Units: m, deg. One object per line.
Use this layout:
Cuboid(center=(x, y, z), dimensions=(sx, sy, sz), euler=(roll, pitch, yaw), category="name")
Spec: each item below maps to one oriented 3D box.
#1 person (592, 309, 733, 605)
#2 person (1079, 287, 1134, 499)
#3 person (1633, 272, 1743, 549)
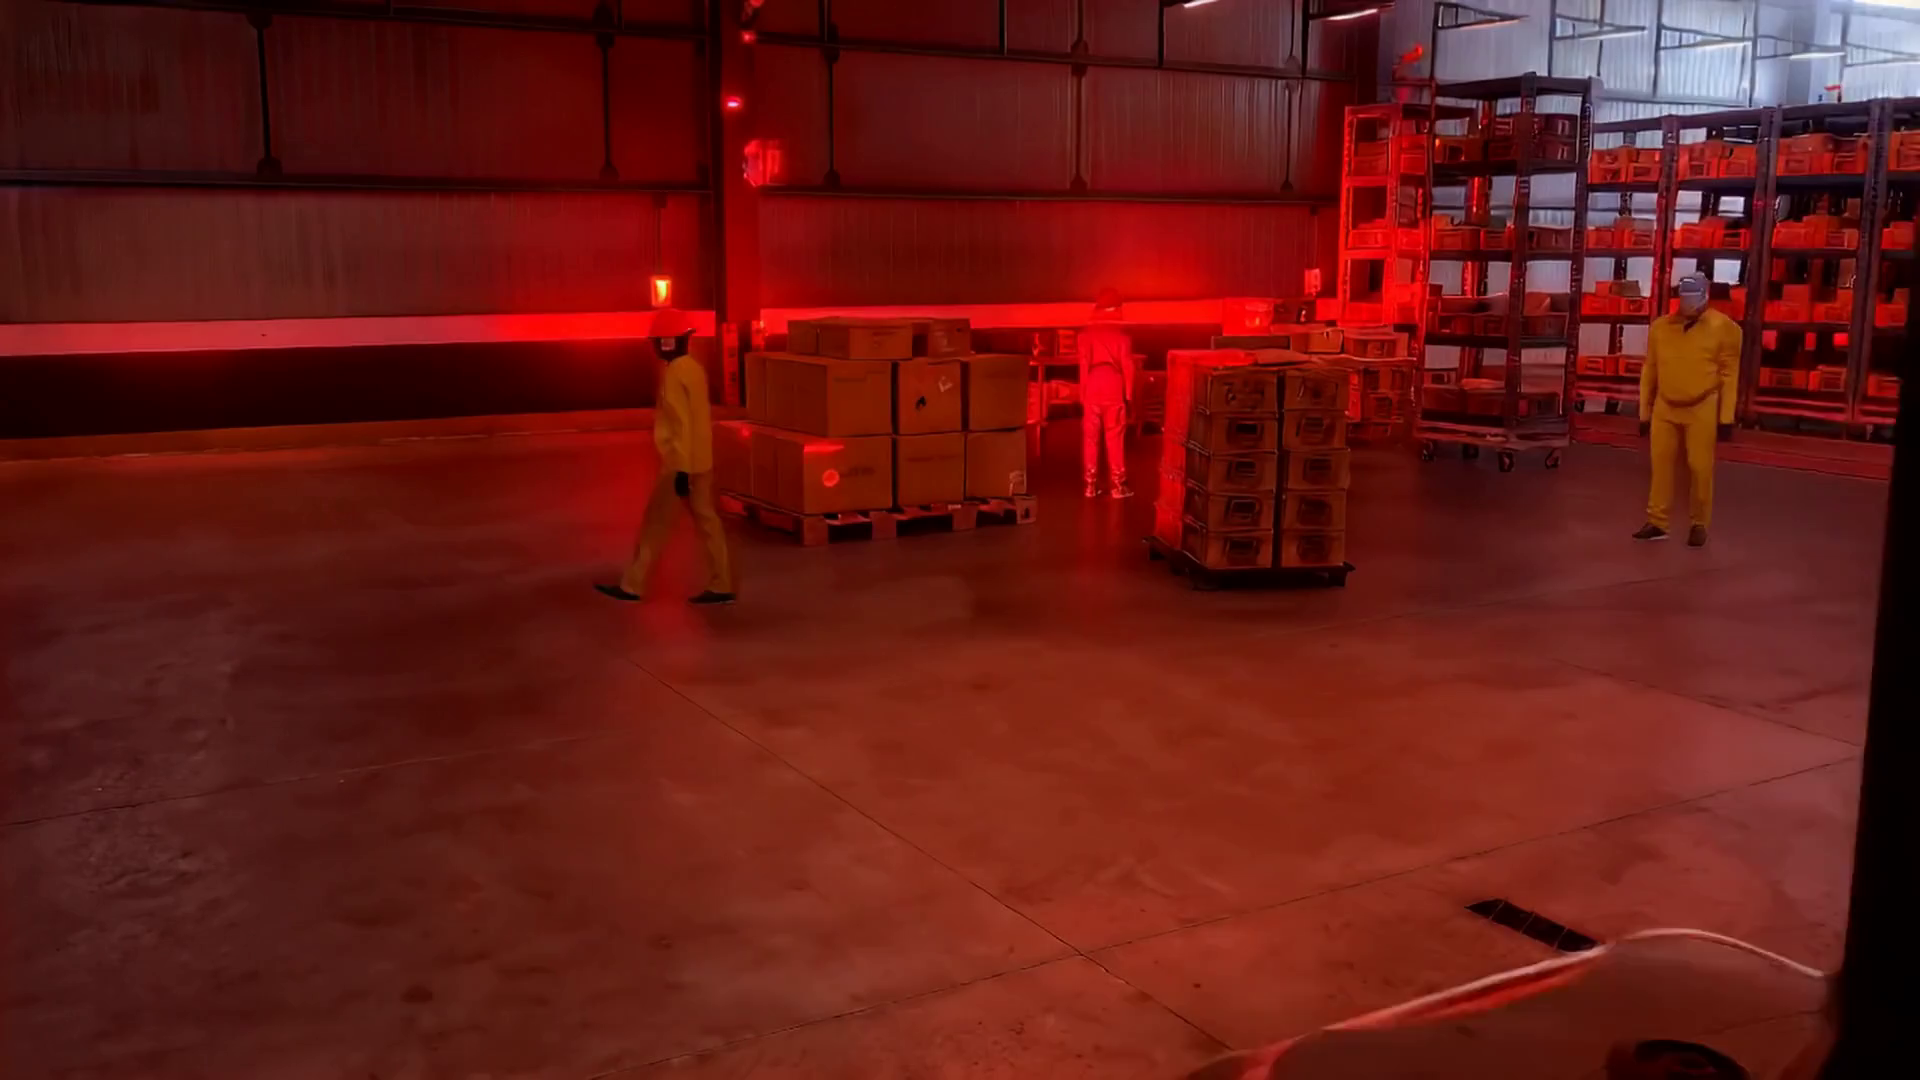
Cuboid(center=(-1.705, -0.464, 9.584), dimensions=(0.843, 1.710, 0.599), euler=(1, 10, 8), category="person")
Cuboid(center=(1.216, -1.211, 13.753), dimensions=(0.485, 1.744, 0.295), euler=(6, 12, 30), category="person")
Cuboid(center=(5.029, -0.898, 11.544), dimensions=(0.650, 1.908, 0.402), euler=(10, 14, 44), category="person")
